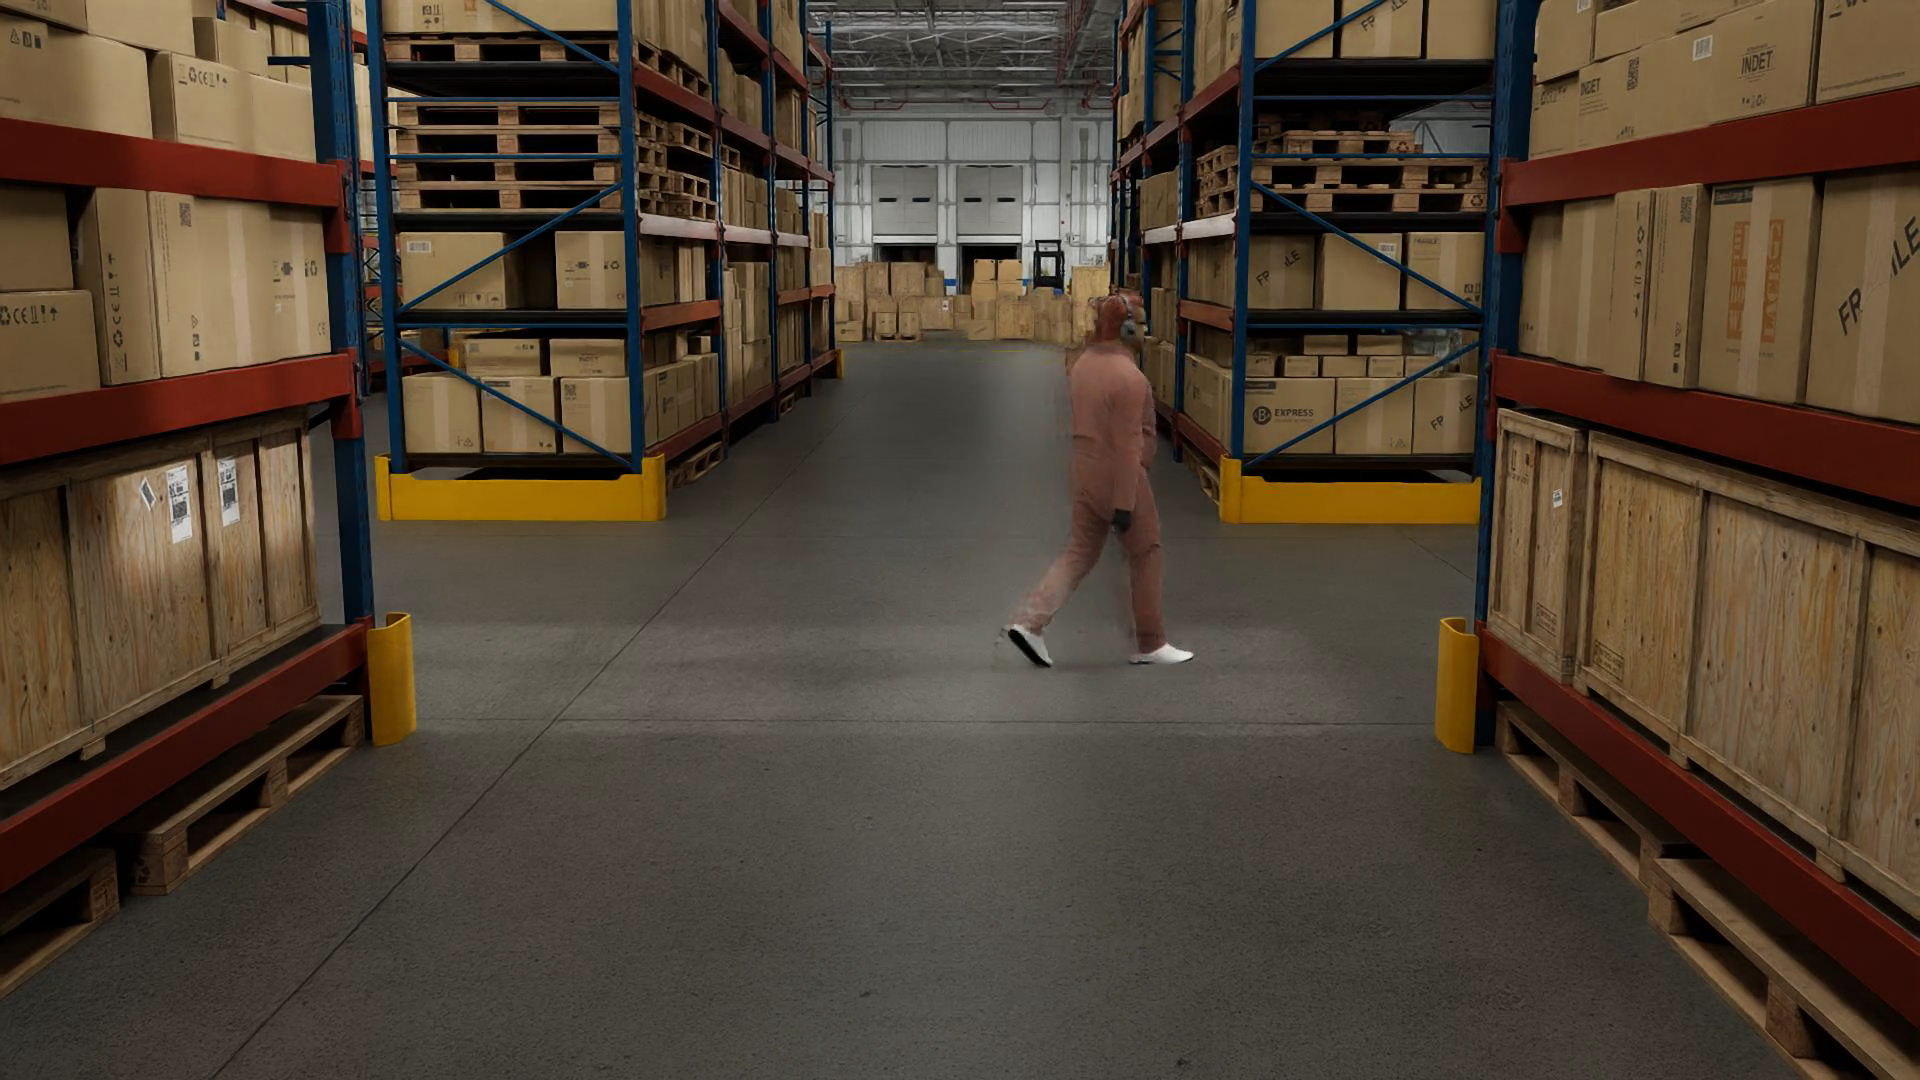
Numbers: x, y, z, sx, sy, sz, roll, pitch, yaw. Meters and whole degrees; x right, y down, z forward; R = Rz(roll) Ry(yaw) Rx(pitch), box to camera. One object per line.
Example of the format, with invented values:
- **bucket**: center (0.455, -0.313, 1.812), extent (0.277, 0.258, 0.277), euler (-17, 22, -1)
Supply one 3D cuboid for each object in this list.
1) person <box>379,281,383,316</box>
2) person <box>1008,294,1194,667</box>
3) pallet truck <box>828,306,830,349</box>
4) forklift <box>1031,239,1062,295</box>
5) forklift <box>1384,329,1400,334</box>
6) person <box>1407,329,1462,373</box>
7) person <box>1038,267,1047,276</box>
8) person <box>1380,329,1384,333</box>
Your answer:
- **person**: center (-20.466, -8.719, 59.346), extent (0.589, 1.692, 0.321), euler (1, 10, 4)
- **person**: center (0.699, -0.280, 8.251), extent (0.906, 1.876, 0.637), euler (-4, 10, -24)
- **pallet truck**: center (-3.100, -3.940, 29.800), extent (1.885, 1.965, 0.823), euler (3, 10, 19)
- **forklift**: center (3.107, -9.193, 58.628), extent (1.129, 2.768, 1.873), euler (2, 10, 9)
- **forklift**: center (7.662, -4.880, 32.792), extent (1.873, 2.768, 1.129), euler (-3, 10, -17)
- **person**: center (5.325, -2.094, 18.785), extent (0.618, 2.001, 0.809), euler (1, 9, 4)
- **person**: center (3.088, -9.601, 64.124), extent (0.467, 1.856, 0.609), euler (-2, 10, -14)
- **person**: center (4.768, -2.189, 19.810), extent (0.429, 1.839, 0.628), euler (-6, 11, -33)
